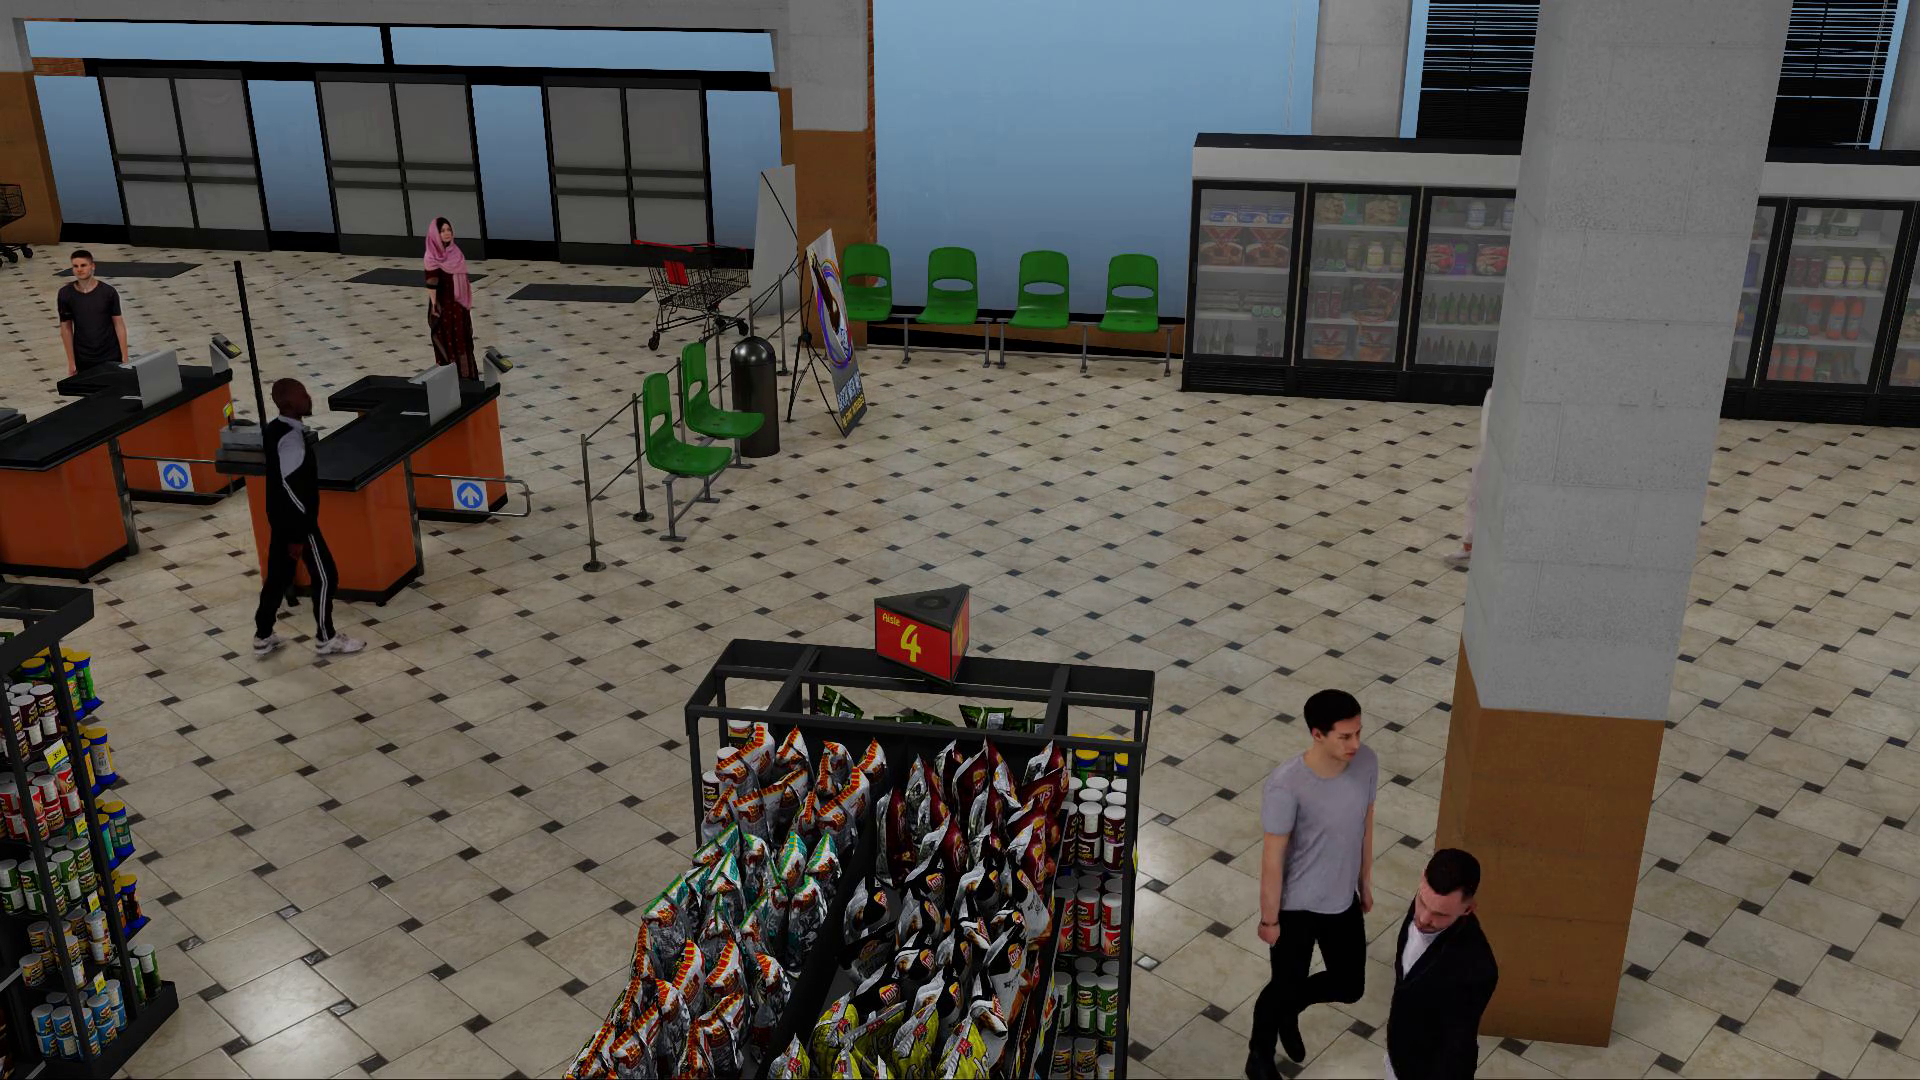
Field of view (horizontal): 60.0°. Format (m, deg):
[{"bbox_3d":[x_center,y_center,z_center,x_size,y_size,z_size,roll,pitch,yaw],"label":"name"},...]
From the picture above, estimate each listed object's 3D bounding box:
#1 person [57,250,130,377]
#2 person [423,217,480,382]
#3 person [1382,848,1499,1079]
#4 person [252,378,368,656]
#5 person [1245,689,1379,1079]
[{"bbox_3d":[-7.123,-1.523,13.765,0.719,1.764,0.726,-8,23,-19],"label":"person"},{"bbox_3d":[-4.833,-2.239,15.718,0.803,1.638,0.669,13,25,29],"label":"person"},{"bbox_3d":[1.607,1.735,5.599,0.897,1.807,0.493,7,23,16],"label":"person"},{"bbox_3d":[-4.157,-0.108,10.199,1.032,1.798,0.975,-16,27,-34],"label":"person"},{"bbox_3d":[1.342,1.370,6.463,0.861,1.841,0.916,-10,24,-24],"label":"person"}]
